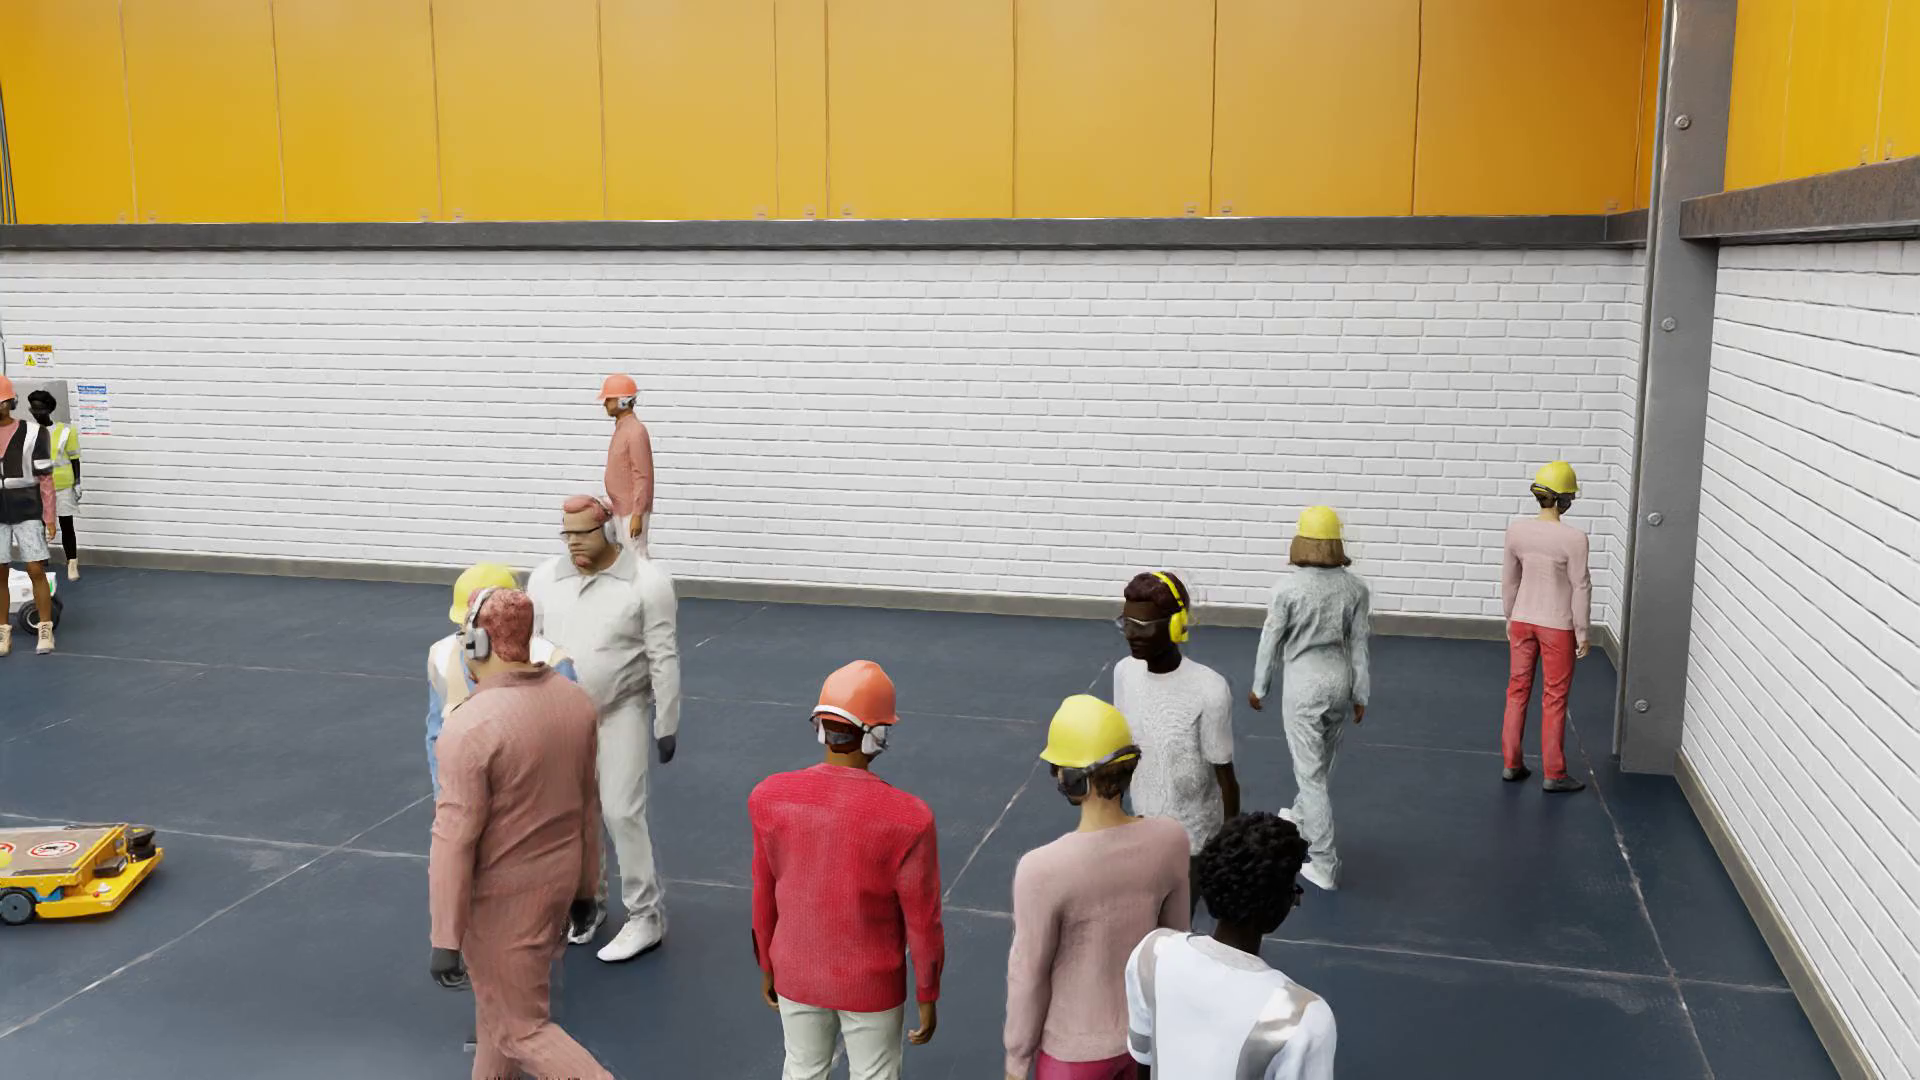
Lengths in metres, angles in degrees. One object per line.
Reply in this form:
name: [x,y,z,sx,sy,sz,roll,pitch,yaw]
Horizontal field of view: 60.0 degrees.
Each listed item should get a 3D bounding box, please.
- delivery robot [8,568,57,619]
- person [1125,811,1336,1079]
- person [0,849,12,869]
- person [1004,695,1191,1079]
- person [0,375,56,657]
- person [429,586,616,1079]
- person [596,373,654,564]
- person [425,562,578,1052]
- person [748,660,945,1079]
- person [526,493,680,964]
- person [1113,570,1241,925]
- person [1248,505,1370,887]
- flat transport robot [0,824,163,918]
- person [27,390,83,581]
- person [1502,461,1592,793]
delivery robot: [-7.229,0.391,12.562,0.707,0.478,0.477,-4,11,-25]
person: [0.570,1.402,3.559,0.320,1.686,0.541,-9,13,-42]
person: [-1.855,1.363,3.176,0.942,1.885,0.618,-6,11,-31]
person: [0.346,1.256,4.228,0.539,1.754,0.344,-5,11,-29]
person: [-6.765,-0.174,11.834,0.602,2.036,0.395,-3,10,-19]
person: [-1.254,1.075,4.977,0.847,1.867,0.670,3,10,19]
person: [-2.467,-0.244,12.345,0.394,1.992,0.622,-4,10,-23]
person: [-1.669,0.901,6.291,0.610,1.776,0.932,3,10,15]
person: [-0.306,1.192,4.645,0.575,1.739,0.350,3,10,19]
person: [-1.507,0.753,6.788,0.671,1.889,0.561,3,10,16]
person: [0.688,1.001,5.447,0.411,1.850,0.542,-6,11,-31]
person: [1.594,0.683,7.742,0.492,1.709,0.842,-3,10,-18]
flat transport robot: [-4.375,1.470,7.319,1.431,0.197,0.652,-1,10,-8]
person: [-7.953,-0.468,14.526,0.538,1.698,0.319,-4,10,-21]
person: [3.131,0.458,8.879,0.315,1.769,0.523,-7,12,-35]
